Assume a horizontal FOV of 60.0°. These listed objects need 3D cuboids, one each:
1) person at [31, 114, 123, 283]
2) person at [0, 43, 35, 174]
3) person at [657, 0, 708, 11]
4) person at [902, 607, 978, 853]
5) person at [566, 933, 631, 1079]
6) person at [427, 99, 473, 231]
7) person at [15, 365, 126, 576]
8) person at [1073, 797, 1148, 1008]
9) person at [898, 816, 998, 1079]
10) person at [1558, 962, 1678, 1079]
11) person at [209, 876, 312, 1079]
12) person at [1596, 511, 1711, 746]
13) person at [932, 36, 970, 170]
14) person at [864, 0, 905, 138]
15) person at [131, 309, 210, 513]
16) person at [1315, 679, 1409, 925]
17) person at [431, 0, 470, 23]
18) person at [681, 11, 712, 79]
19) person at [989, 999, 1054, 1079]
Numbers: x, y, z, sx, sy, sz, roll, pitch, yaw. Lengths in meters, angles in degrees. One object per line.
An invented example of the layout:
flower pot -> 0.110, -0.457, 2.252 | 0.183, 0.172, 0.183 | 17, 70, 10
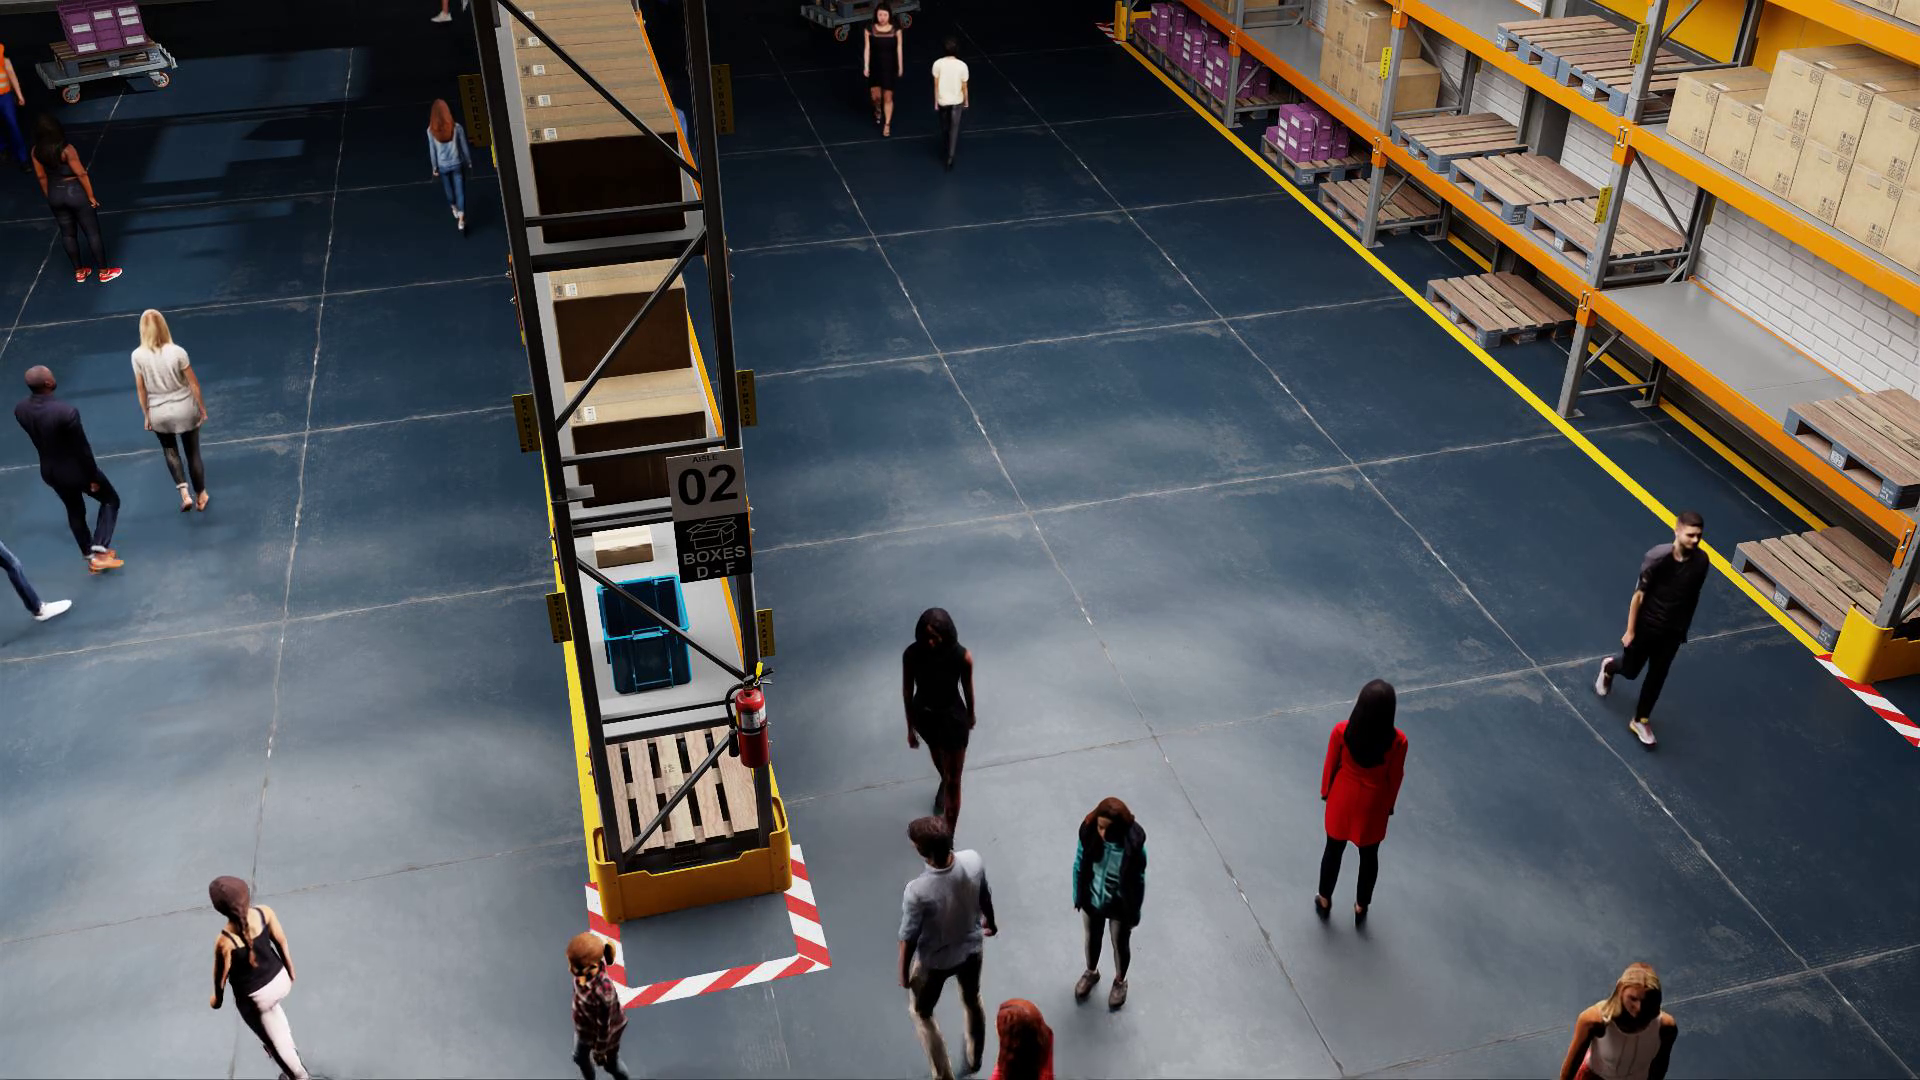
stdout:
person -> -9.309, -3.575, 17.394 | 0.746, 1.813, 0.714 | 1, 34, 2
person -> -11.666, -5.397, 20.081 | 0.872, 1.874, 0.970 | -20, 38, -27
person -> -4.553, -9.082, 25.704 | 0.818, 1.787, 0.992 | -5, 34, -7
person -> -0.118, 1.088, 10.485 | 0.941, 1.696, 1.224 | 5, 34, 7
person -> -1.838, 2.508, 8.708 | 0.709, 1.299, 0.657 | -20, 39, -27
person -> -5.695, -4.165, 18.609 | 0.592, 1.452, 0.981 | -7, 34, -11
person -> -6.871, -0.482, 12.746 | 0.821, 1.808, 0.822 | 7, 34, 10
person -> 0.835, 1.997, 9.296 | 0.678, 1.498, 0.723 | 11, 35, 16
person -> -0.074, 2.184, 8.711 | 0.883, 1.834, 0.816 | -12, 36, -18
person -> 3.134, 2.621, 8.103 | 0.900, 1.780, 1.034 | 7, 34, 10
person -> -3.602, 2.370, 8.690 | 0.796, 1.549, 0.751 | 15, 36, 21
person -> 4.690, 0.529, 11.275 | 0.732, 1.753, 0.948 | -3, 34, -5
person -> -0.121, -5.270, 20.186 | 0.825, 1.547, 1.081 | 3, 34, 4
person -> -0.976, -5.981, 21.113 | 0.736, 1.704, 0.792 | -1, 34, -2
person -> -6.374, -0.980, 13.487 | 0.667, 1.817, 0.733 | -12, 35, -17
person -> 2.341, 1.545, 9.753 | 0.722, 1.746, 0.759 | 8, 34, 12
person -> -7.849, -8.858, 25.312 | 0.944, 1.848, 1.033 | -22, 39, -29
person -> -3.745, -7.107, 22.820 | 0.793, 1.690, 0.720 | 14, 36, 21
person -> 0.371, 2.812, 7.784 | 0.861, 1.815, 0.796 | 13, 36, 19
